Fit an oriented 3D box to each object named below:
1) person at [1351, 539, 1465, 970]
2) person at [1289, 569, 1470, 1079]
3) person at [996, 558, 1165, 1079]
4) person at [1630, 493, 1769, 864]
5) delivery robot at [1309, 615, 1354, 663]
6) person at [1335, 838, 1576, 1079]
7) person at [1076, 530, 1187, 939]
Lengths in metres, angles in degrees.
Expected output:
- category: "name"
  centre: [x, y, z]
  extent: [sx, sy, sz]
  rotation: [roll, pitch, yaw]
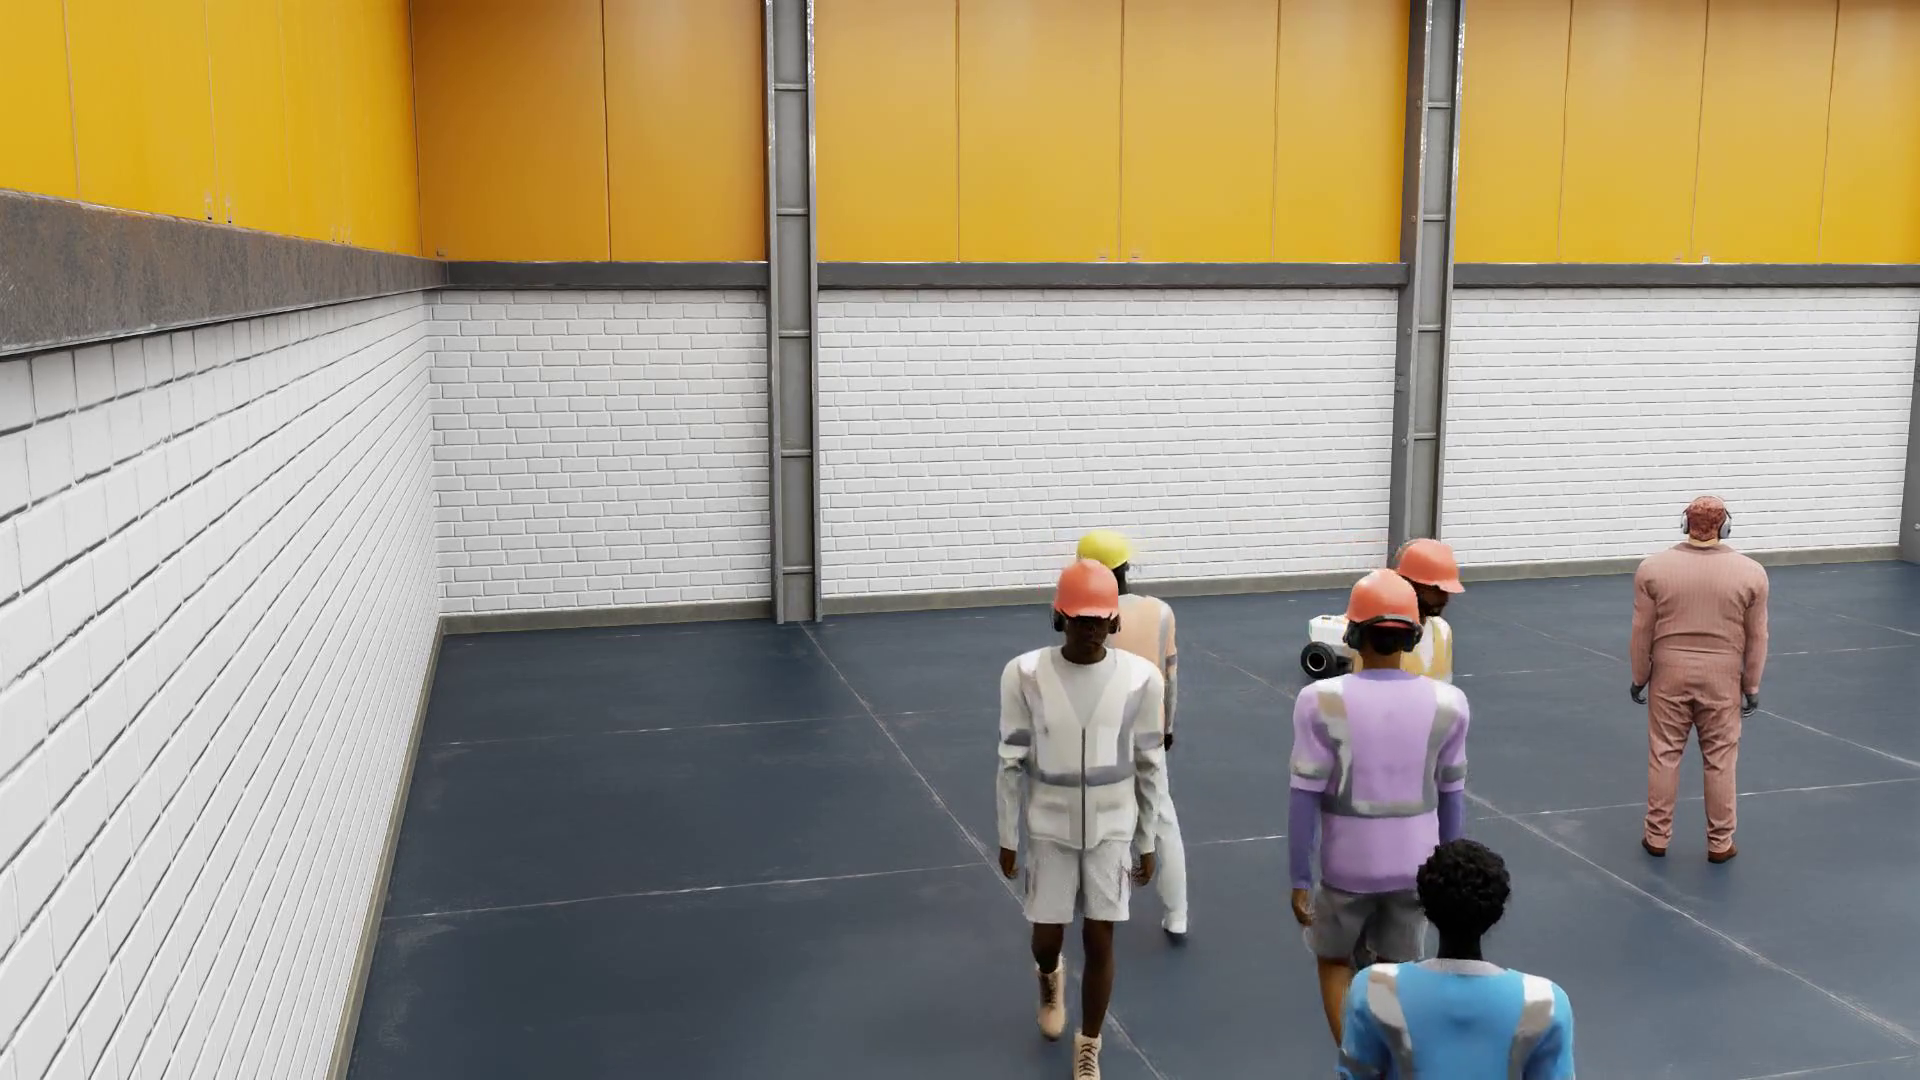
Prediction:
- category: "person"
  centre: [1.909, 0.941, 7.139]
  extent: [0.565, 1.917, 0.456]
  rotation: [-6, 11, -35]
- category: "person"
  centre: [1.431, 1.116, 5.702]
  extent: [0.616, 2.025, 0.571]
  rotation: [0, 9, 0]
- category: "person"
  centre: [0.443, 1.044, 6.185]
  extent: [0.610, 2.027, 0.619]
  rotation: [0, 9, 1]
- category: "person"
  centre: [3.804, 0.711, 8.603]
  extent: [0.643, 1.908, 0.399]
  rotation: [4, 10, 25]
- category: "delivery robot"
  centre: [2.994, 0.719, 12.467]
  extent: [0.707, 0.478, 0.477]
  rotation: [6, 11, 32]
- category: "person"
  centre: [1.220, 1.537, 4.146]
  extent: [0.547, 1.667, 0.706]
  rotation: [2, 9, 13]
- category: "person"
  centre: [0.767, 0.874, 7.748]
  extent: [0.643, 1.853, 1.007]
  rotation: [-4, 10, -25]
